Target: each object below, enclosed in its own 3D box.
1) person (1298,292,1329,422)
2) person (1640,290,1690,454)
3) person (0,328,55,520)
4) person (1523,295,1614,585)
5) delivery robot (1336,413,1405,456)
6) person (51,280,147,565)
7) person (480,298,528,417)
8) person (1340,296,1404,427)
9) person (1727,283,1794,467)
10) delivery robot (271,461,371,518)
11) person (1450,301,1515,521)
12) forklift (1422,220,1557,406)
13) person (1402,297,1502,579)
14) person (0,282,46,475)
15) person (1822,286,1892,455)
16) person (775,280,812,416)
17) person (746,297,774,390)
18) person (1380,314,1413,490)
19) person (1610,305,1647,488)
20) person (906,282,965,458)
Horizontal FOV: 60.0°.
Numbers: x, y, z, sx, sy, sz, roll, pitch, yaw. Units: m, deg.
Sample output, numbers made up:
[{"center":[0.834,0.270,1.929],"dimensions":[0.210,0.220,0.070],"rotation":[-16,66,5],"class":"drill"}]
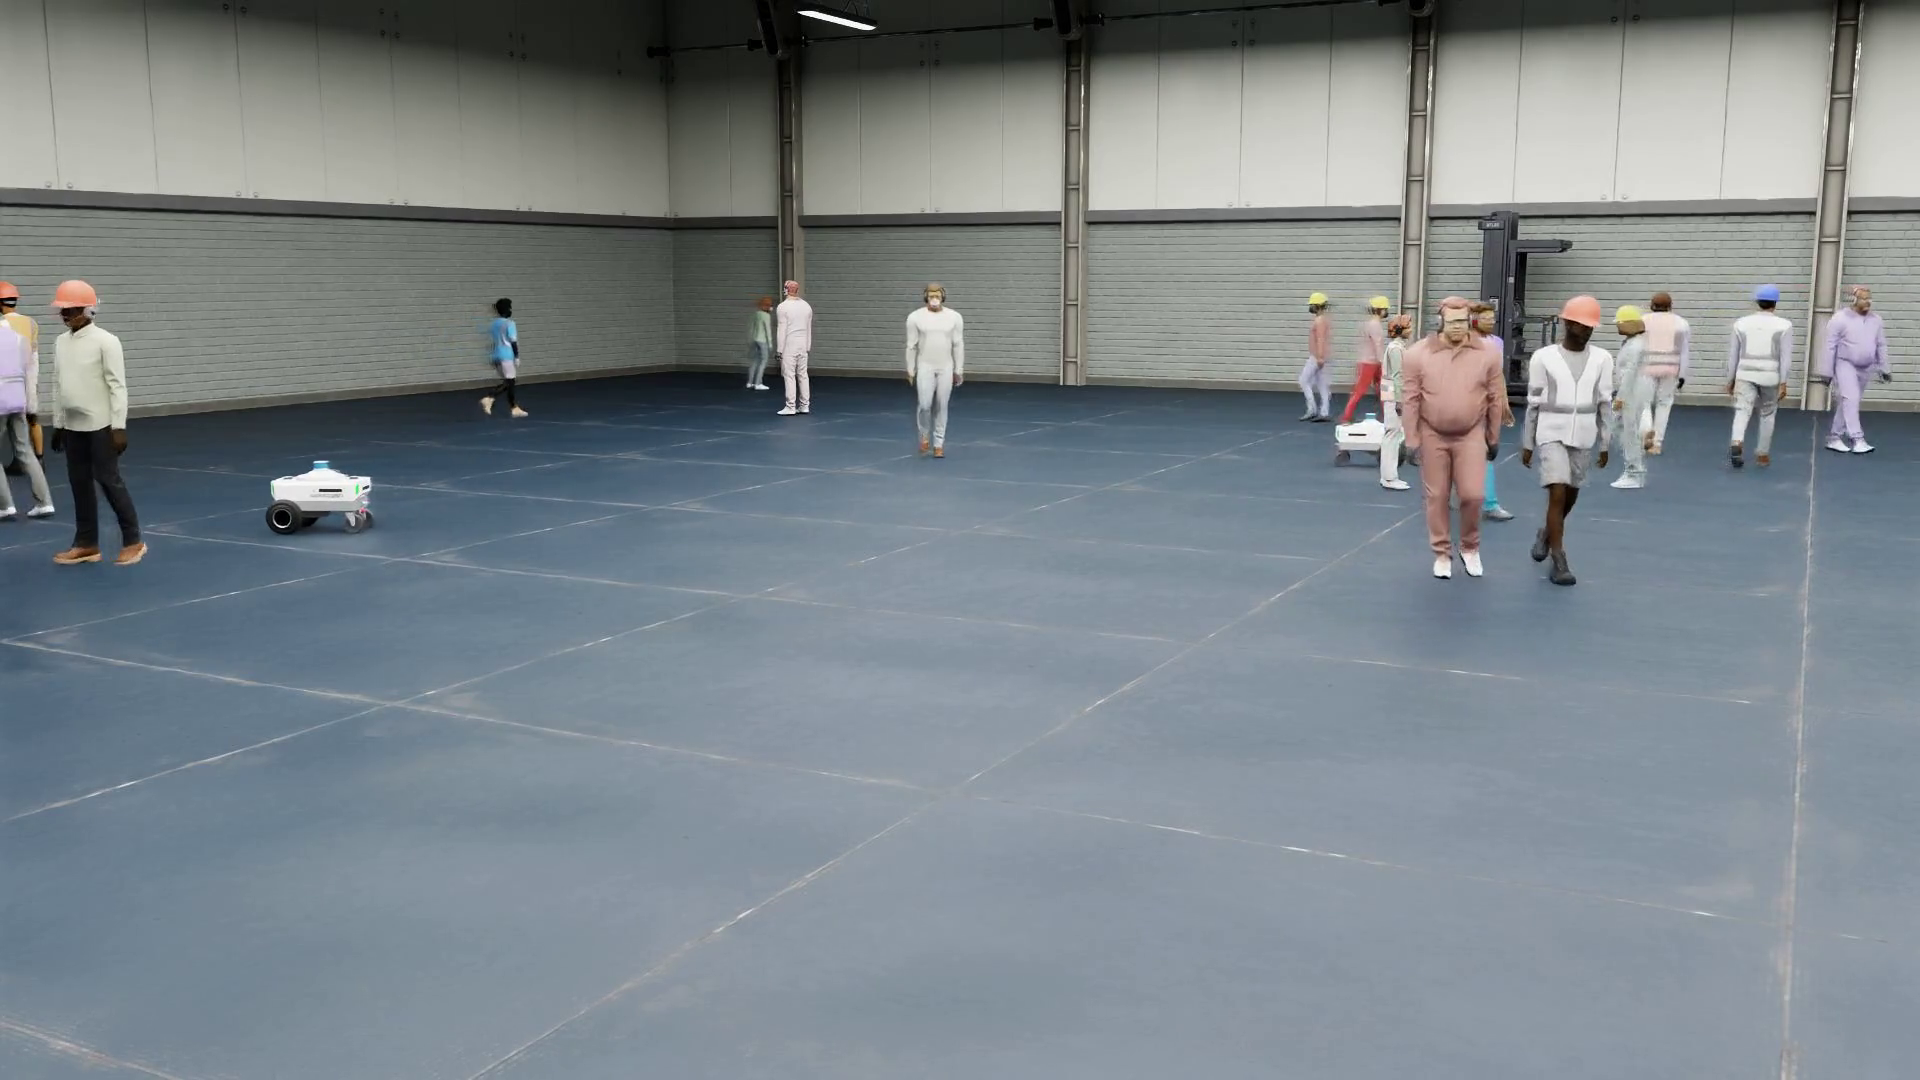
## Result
[{"center":[4.809,-2.480,22.619],"dimensions":[0.534,1.751,0.532],"rotation":[4,10,22],"class":"person"},{"center":[7.783,-1.861,18.542],"dimensions":[0.623,1.829,0.613],"rotation":[2,10,15],"class":"person"},{"center":[-7.872,-1.086,13.634],"dimensions":[0.557,1.877,0.624],"rotation":[3,10,20],"class":"person"},{"center":[4.081,-0.704,11.236],"dimensions":[0.554,1.903,0.916],"rotation":[0,9,2],"class":"person"},{"center":[4.338,-1.096,17.590],"dimensions":[0.707,0.478,0.477],"rotation":[3,10,16],"class":"delivery robot"},{"center":[-6.087,-0.811,11.670],"dimensions":[0.687,1.994,0.532],"rotation":[4,10,25],"class":"person"},{"center":[-6.379,-2.536,23.165],"dimensions":[0.701,1.678,0.539],"rotation":[-8,12,-40],"class":"person"},{"center":[5.374,-2.276,21.462],"dimensions":[0.925,1.718,0.529],"rotation":[4,10,21],"class":"person"},{"center":[8.275,-1.697,17.258],"dimensions":[0.614,1.919,0.851],"rotation":[7,12,37],"class":"person"},{"center":[-5.066,-0.385,13.204],"dimensions":[0.707,0.478,0.477],"rotation":[0,9,-2],"class":"delivery robot"},{"center":[4.305,-1.108,13.978],"dimensions":[0.567,1.808,0.917],"rotation":[-7,12,-39],"class":"person"},{"center":[8.245,-3.527,25.720],"dimensions":[1.873,2.768,1.129],"rotation":[5,10,27],"class":"forklift"},{"center":[3.276,-0.674,11.102],"dimensions":[0.656,1.882,0.429],"rotation":[2,9,13],"class":"person"},{"center":[-9.576,-1.635,16.826],"dimensions":[0.364,1.933,0.552],"rotation":[2,9,14],"class":"person"},{"center":[10.052,-1.882,18.534],"dimensions":[0.659,1.864,0.930],"rotation":[-3,10,-15],"class":"person"},{"center":[-2.397,-2.730,23.669],"dimensions":[0.402,1.906,0.652],"rotation":[7,12,39],"class":"person"},{"center":[-3.435,-3.404,28.773],"dimensions":[0.416,1.596,0.583],"rotation":[-6,11,-32],"class":"person"},{"center":[4.112,-1.302,15.679],"dimensions":[0.307,1.641,0.514],"rotation":[2,9,11],"class":"person"},{"center":[6.316,-1.350,15.736],"dimensions":[0.389,1.725,0.485],"rotation":[2,9,9],"class":"person"},{"center":[-0.259,-1.854,18.240],"dimensions":[0.630,1.923,0.514],"rotation":[-1,9,-8],"class":"person"}]
